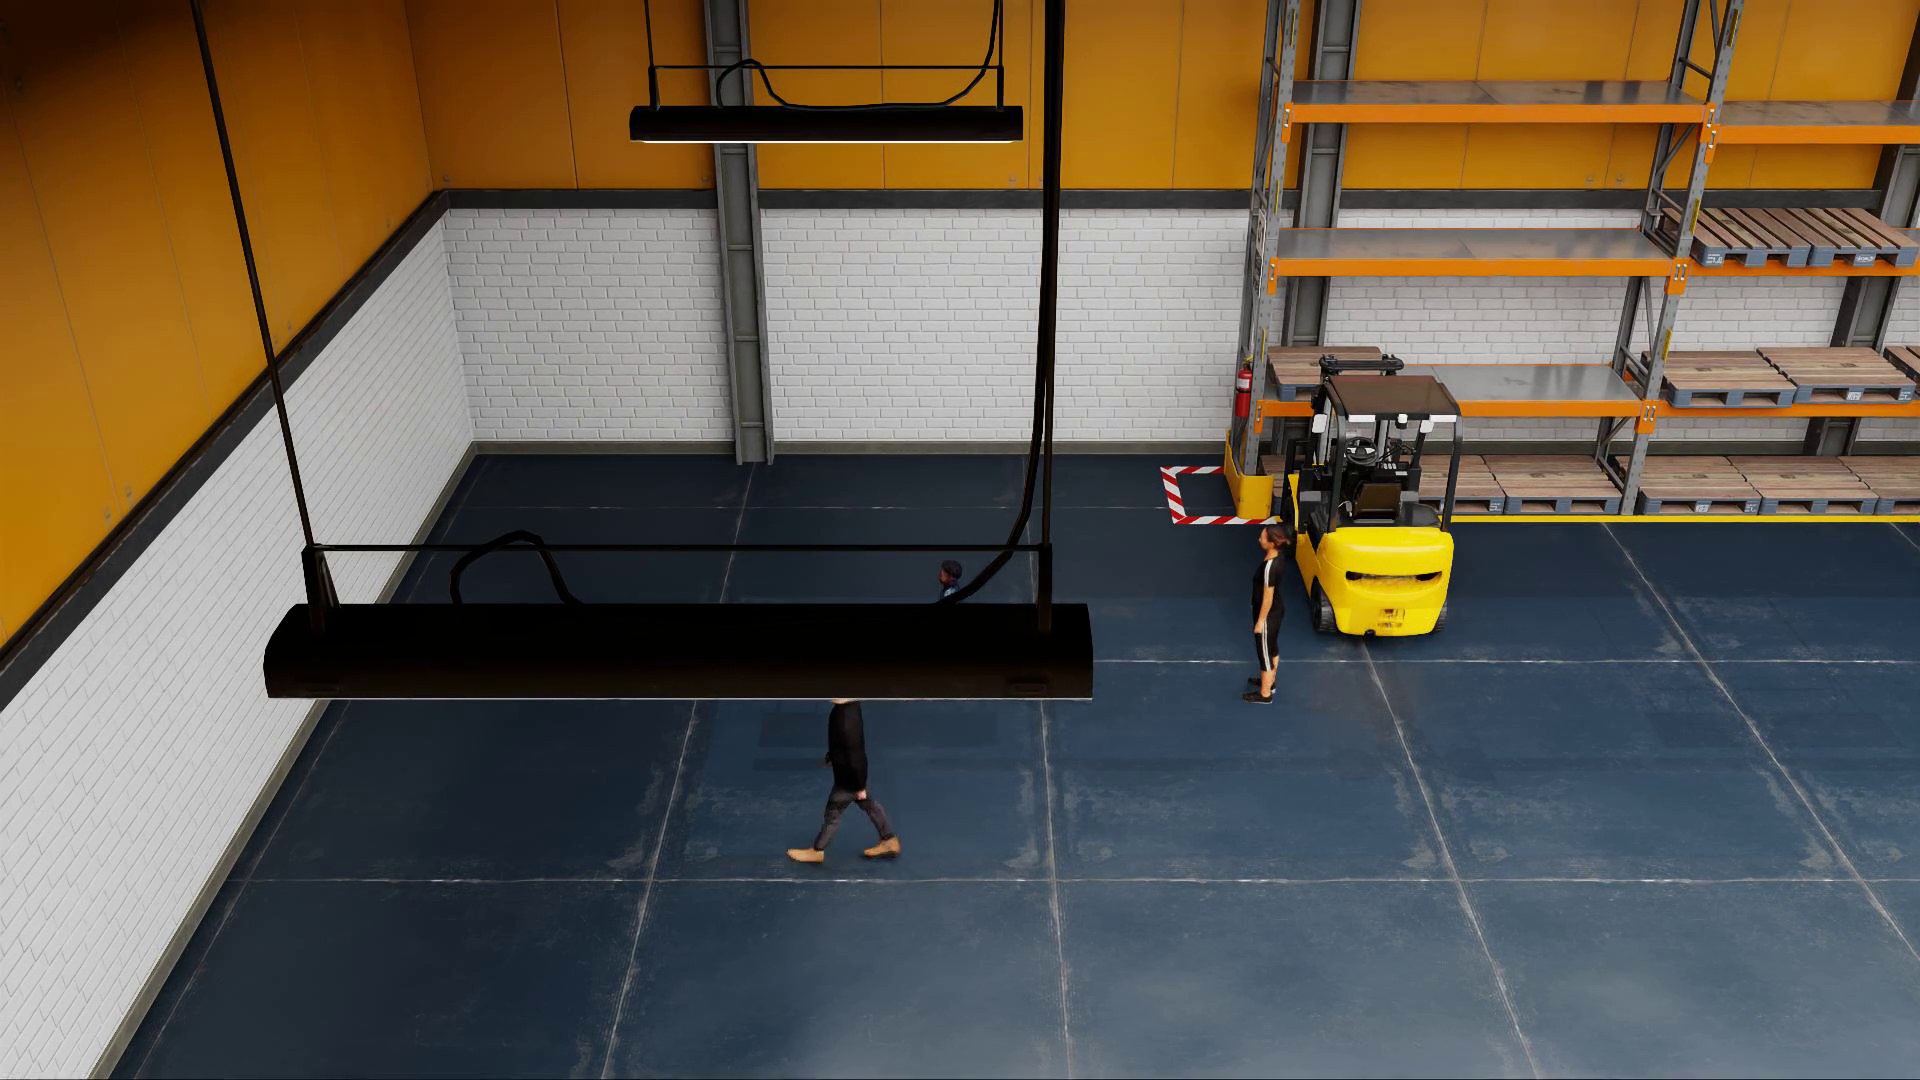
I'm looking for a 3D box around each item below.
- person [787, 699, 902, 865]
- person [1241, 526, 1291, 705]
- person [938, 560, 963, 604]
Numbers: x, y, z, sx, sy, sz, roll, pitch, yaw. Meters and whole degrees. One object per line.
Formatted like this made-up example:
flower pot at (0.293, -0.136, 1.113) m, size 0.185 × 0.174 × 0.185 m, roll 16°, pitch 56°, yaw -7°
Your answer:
person at (-0.737, 1.676, 12.157) m, size 1.056 × 1.688 × 0.642 m, roll 0°, pitch 29°, yaw 0°
person at (2.622, 0.618, 14.117) m, size 0.616 × 1.669 × 0.643 m, roll 11°, pitch 30°, yaw 19°
person at (0.000, 0.746, 14.345) m, size 0.933 × 1.225 × 0.629 m, roll 6°, pitch 29°, yaw 11°
